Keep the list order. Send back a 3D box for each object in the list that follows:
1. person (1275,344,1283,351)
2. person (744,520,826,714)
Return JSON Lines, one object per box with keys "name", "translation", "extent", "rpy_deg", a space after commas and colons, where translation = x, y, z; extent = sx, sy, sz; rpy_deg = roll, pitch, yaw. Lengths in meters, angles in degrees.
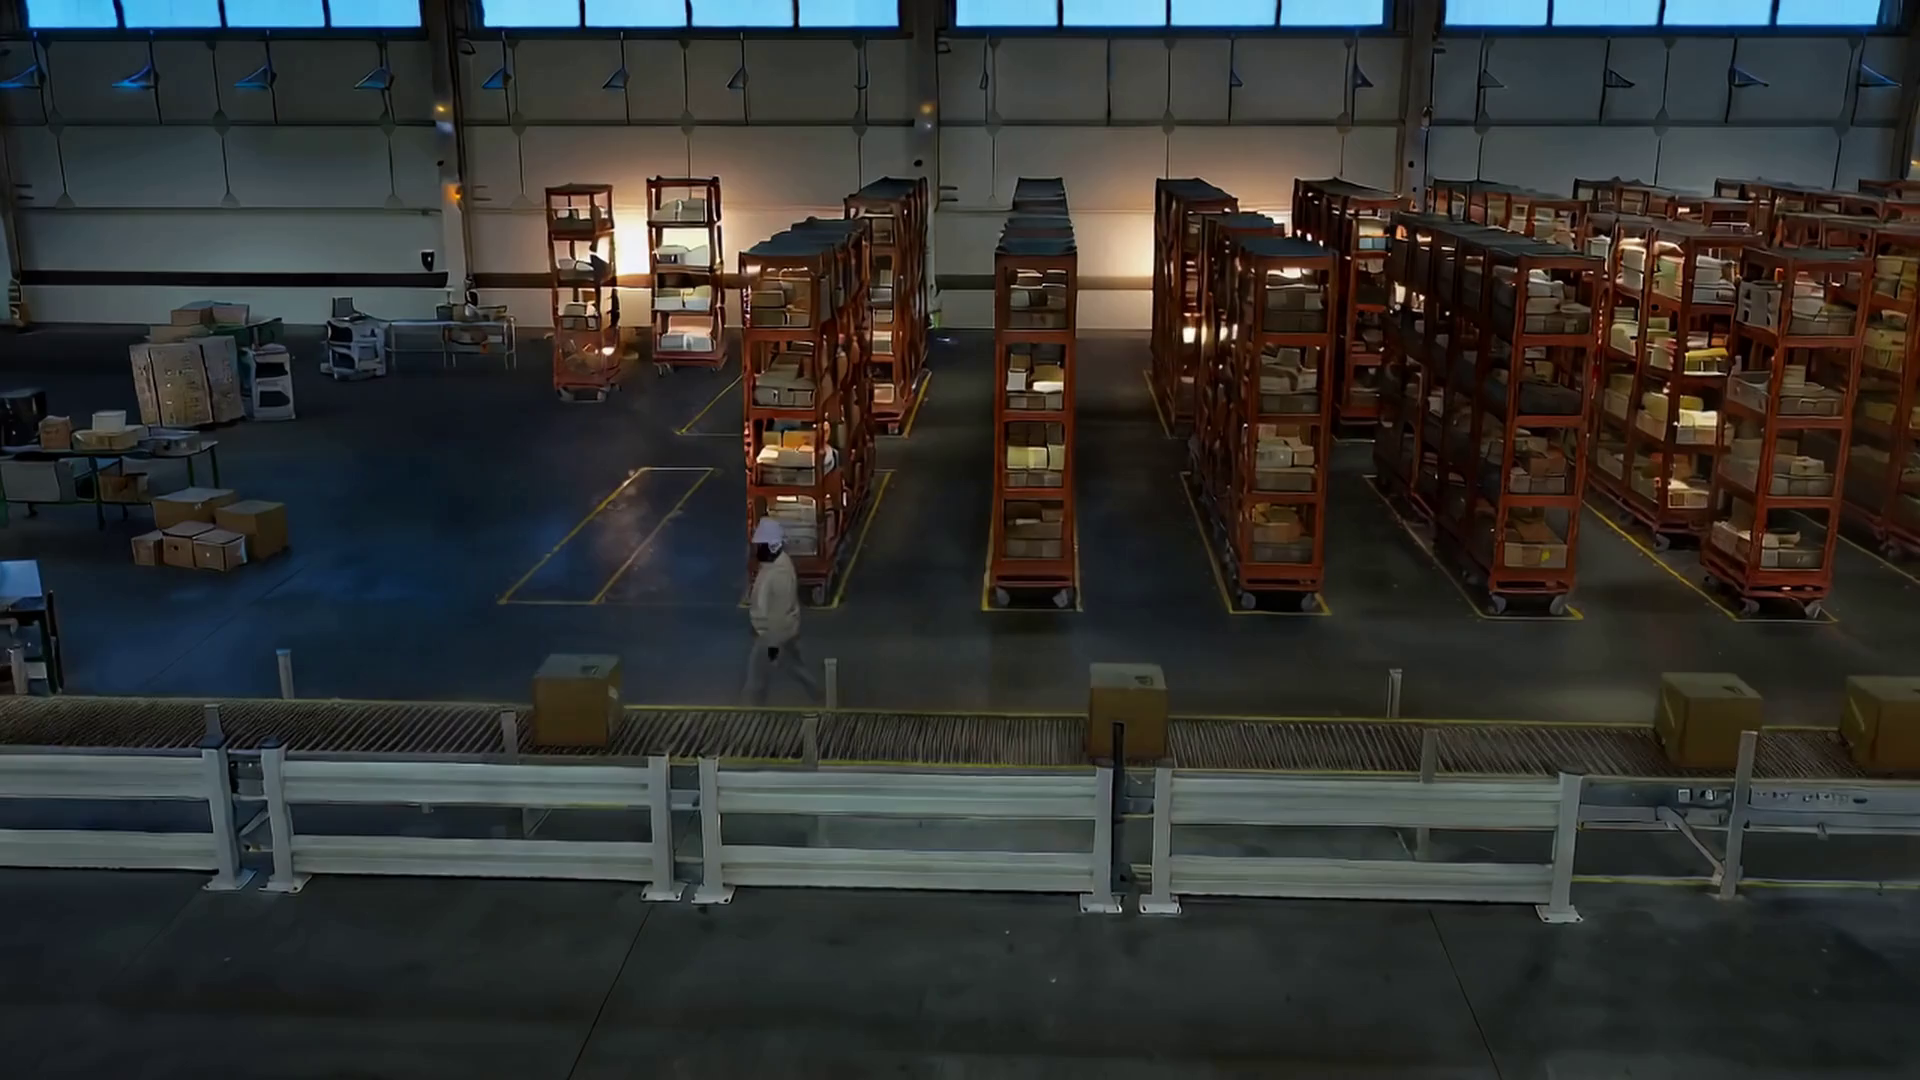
{"name": "person", "translation": [4.503, -2.187, 24.243], "extent": [0.935, 1.809, 0.586], "rpy_deg": [3, 15, 12]}
{"name": "person", "translation": [-1.452, 0.703, 13.537], "extent": [0.910, 1.795, 0.604], "rpy_deg": [-4, 16, -14]}
